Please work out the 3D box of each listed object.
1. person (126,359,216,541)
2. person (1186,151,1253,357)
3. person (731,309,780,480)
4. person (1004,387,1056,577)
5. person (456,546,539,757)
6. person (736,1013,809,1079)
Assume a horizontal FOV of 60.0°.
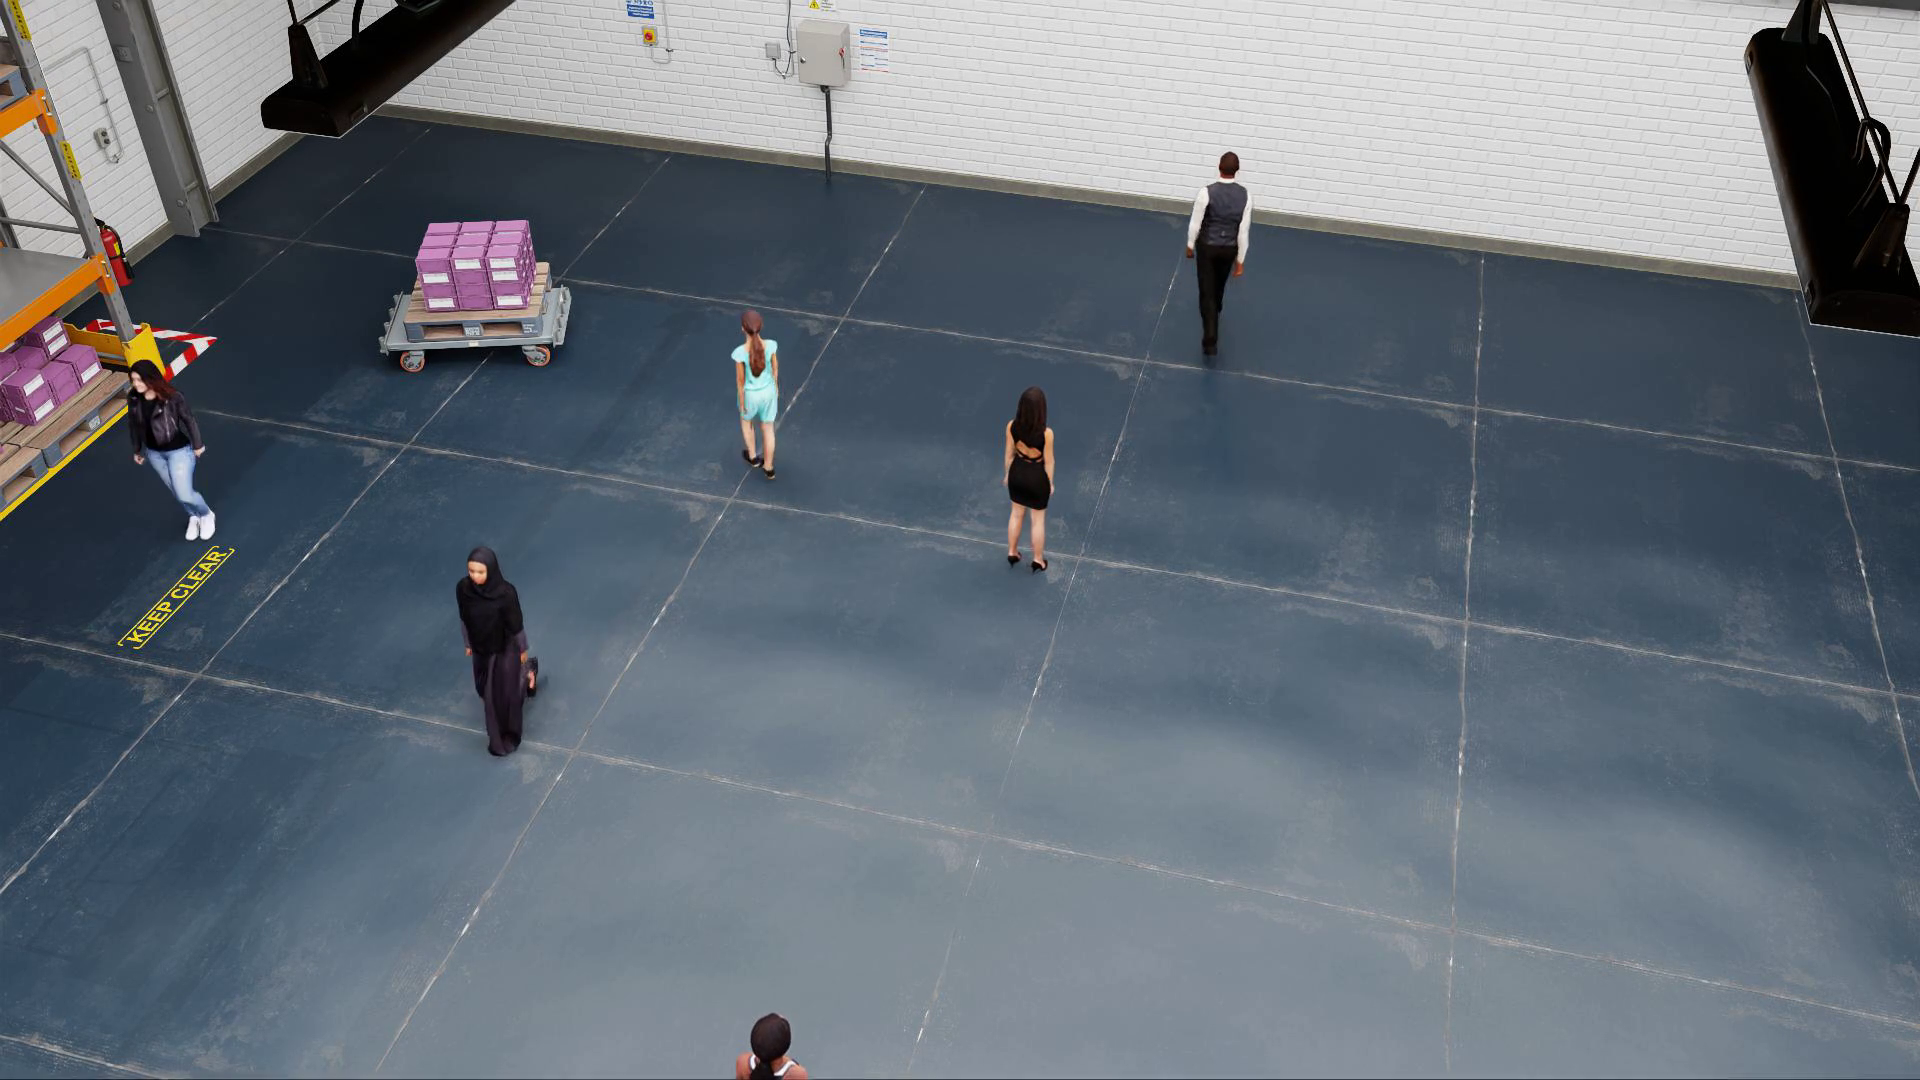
[{"bbox_3d":[-6.154,-0.739,13.032,0.656,1.622,0.621,5,39,7],"label":"person"},{"bbox_3d":[2.332,-2.563,15.106,0.984,1.885,1.357,-3,39,-3],"label":"person"},{"bbox_3d":[-1.628,-1.163,13.624,0.703,1.546,0.768,-13,40,-16],"label":"person"},{"bbox_3d":[0.521,-0.436,12.635,0.577,1.645,0.534,17,42,21],"label":"person"},{"bbox_3d":[-3.126,0.668,11.292,0.607,1.595,0.999,10,40,13],"label":"person"},{"bbox_3d":[-0.897,2.964,8.290,0.567,1.753,0.511,12,40,14],"label":"person"}]
